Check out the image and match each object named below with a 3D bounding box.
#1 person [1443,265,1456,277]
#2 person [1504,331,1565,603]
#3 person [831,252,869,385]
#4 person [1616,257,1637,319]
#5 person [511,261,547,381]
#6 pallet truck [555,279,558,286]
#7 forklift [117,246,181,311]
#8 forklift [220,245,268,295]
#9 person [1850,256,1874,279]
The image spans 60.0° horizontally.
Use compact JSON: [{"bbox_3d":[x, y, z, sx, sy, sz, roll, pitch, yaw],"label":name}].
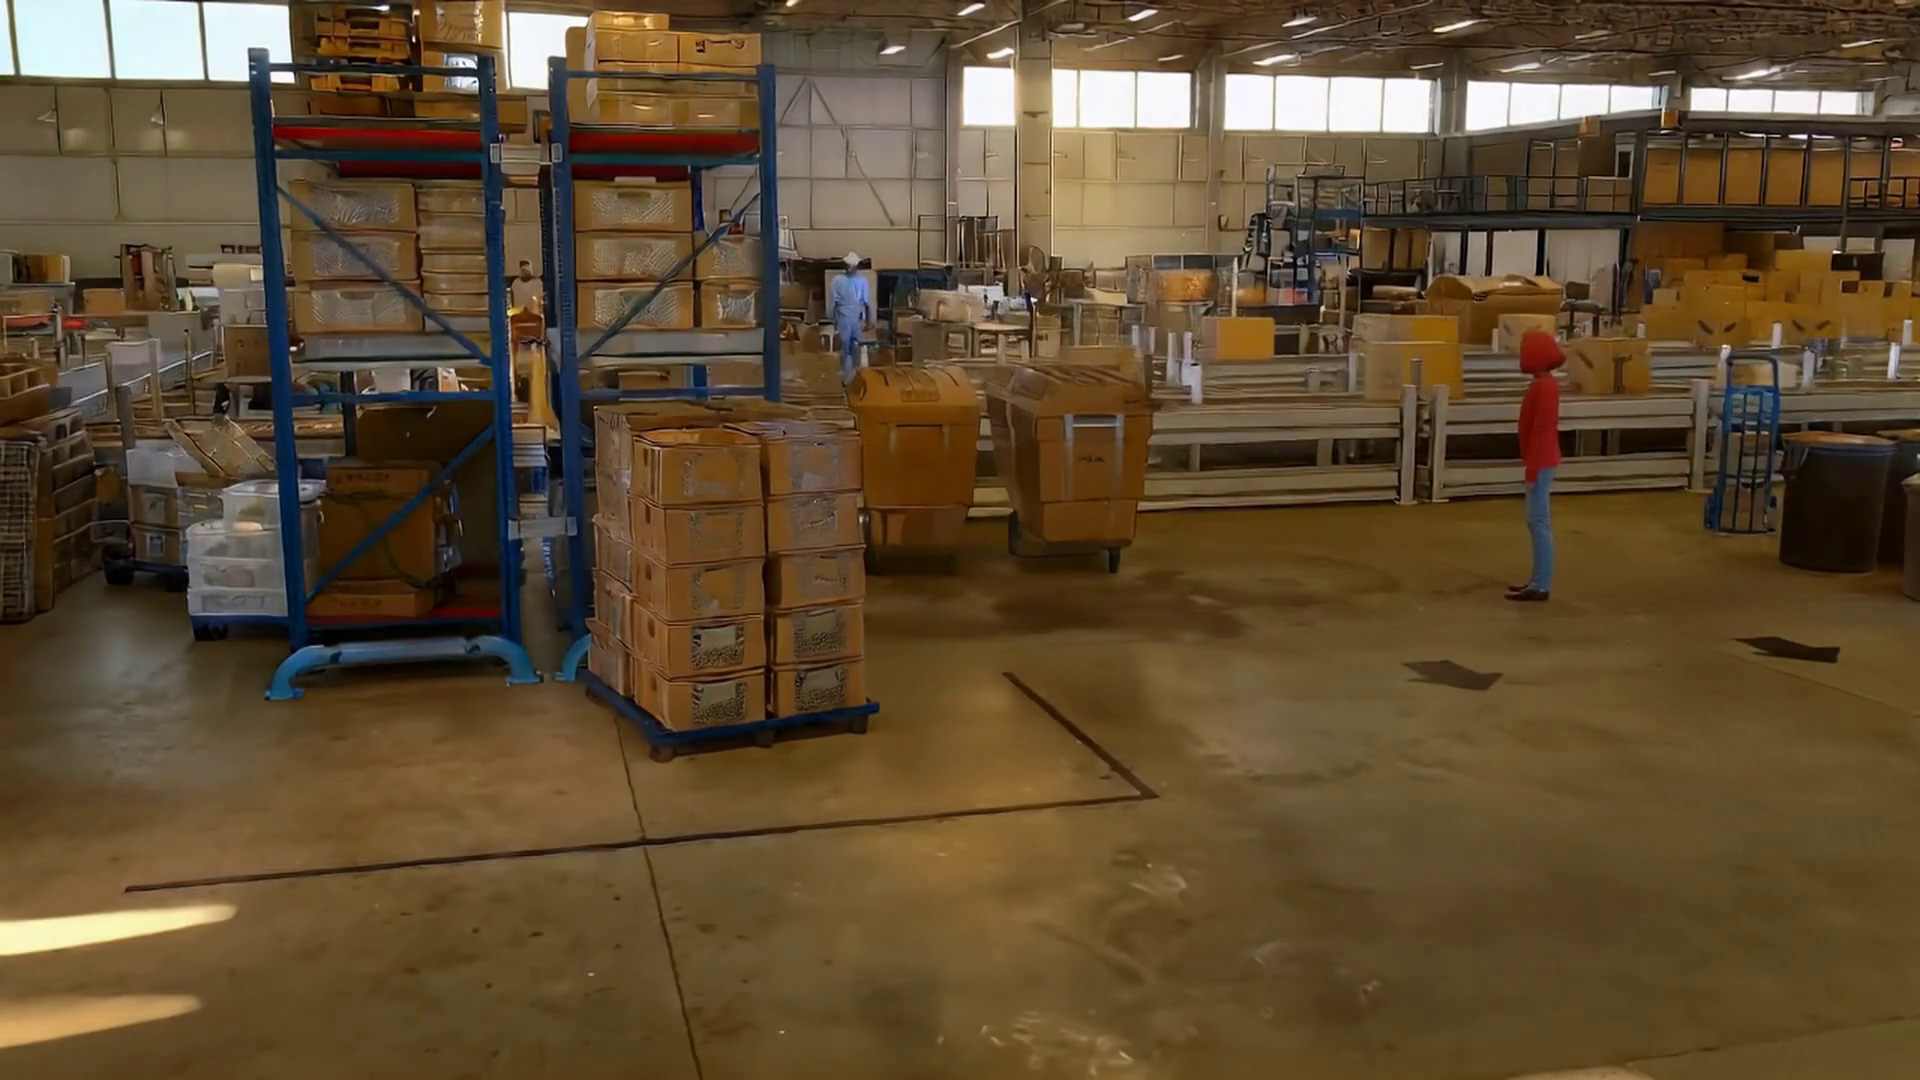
[{"bbox_3d":[9.005,-4.173,30.687,0.609,1.785,0.953,1,10,6],"label":"person"},{"bbox_3d":[3.458,-0.437,9.988,0.281,1.624,0.493,3,11,18],"label":"person"},{"bbox_3d":[-1.675,-3.408,25.620,0.607,2.044,0.375,-5,11,-27],"label":"person"},{"bbox_3d":[19.473,-7.331,48.511,0.599,1.802,0.635,-9,14,-42],"label":"person"},{"bbox_3d":[-6.813,-3.444,26.250,0.635,1.900,0.404,3,10,16],"label":"person"},{"bbox_3d":[-10.604,-6.375,44.520,0.653,1.274,1.630,-3,10,-15],"label":"pallet truck"},{"bbox_3d":[-19.966,-6.232,40.894,1.157,1.987,2.680,-3,10,-15],"label":"forklift"},{"bbox_3d":[-17.749,-6.334,41.440,1.157,1.987,2.680,-3,10,-17],"label":"forklift"},{"bbox_3d":[24.421,-6.784,45.241,0.714,1.880,0.394,5,11,28],"label":"person"}]
